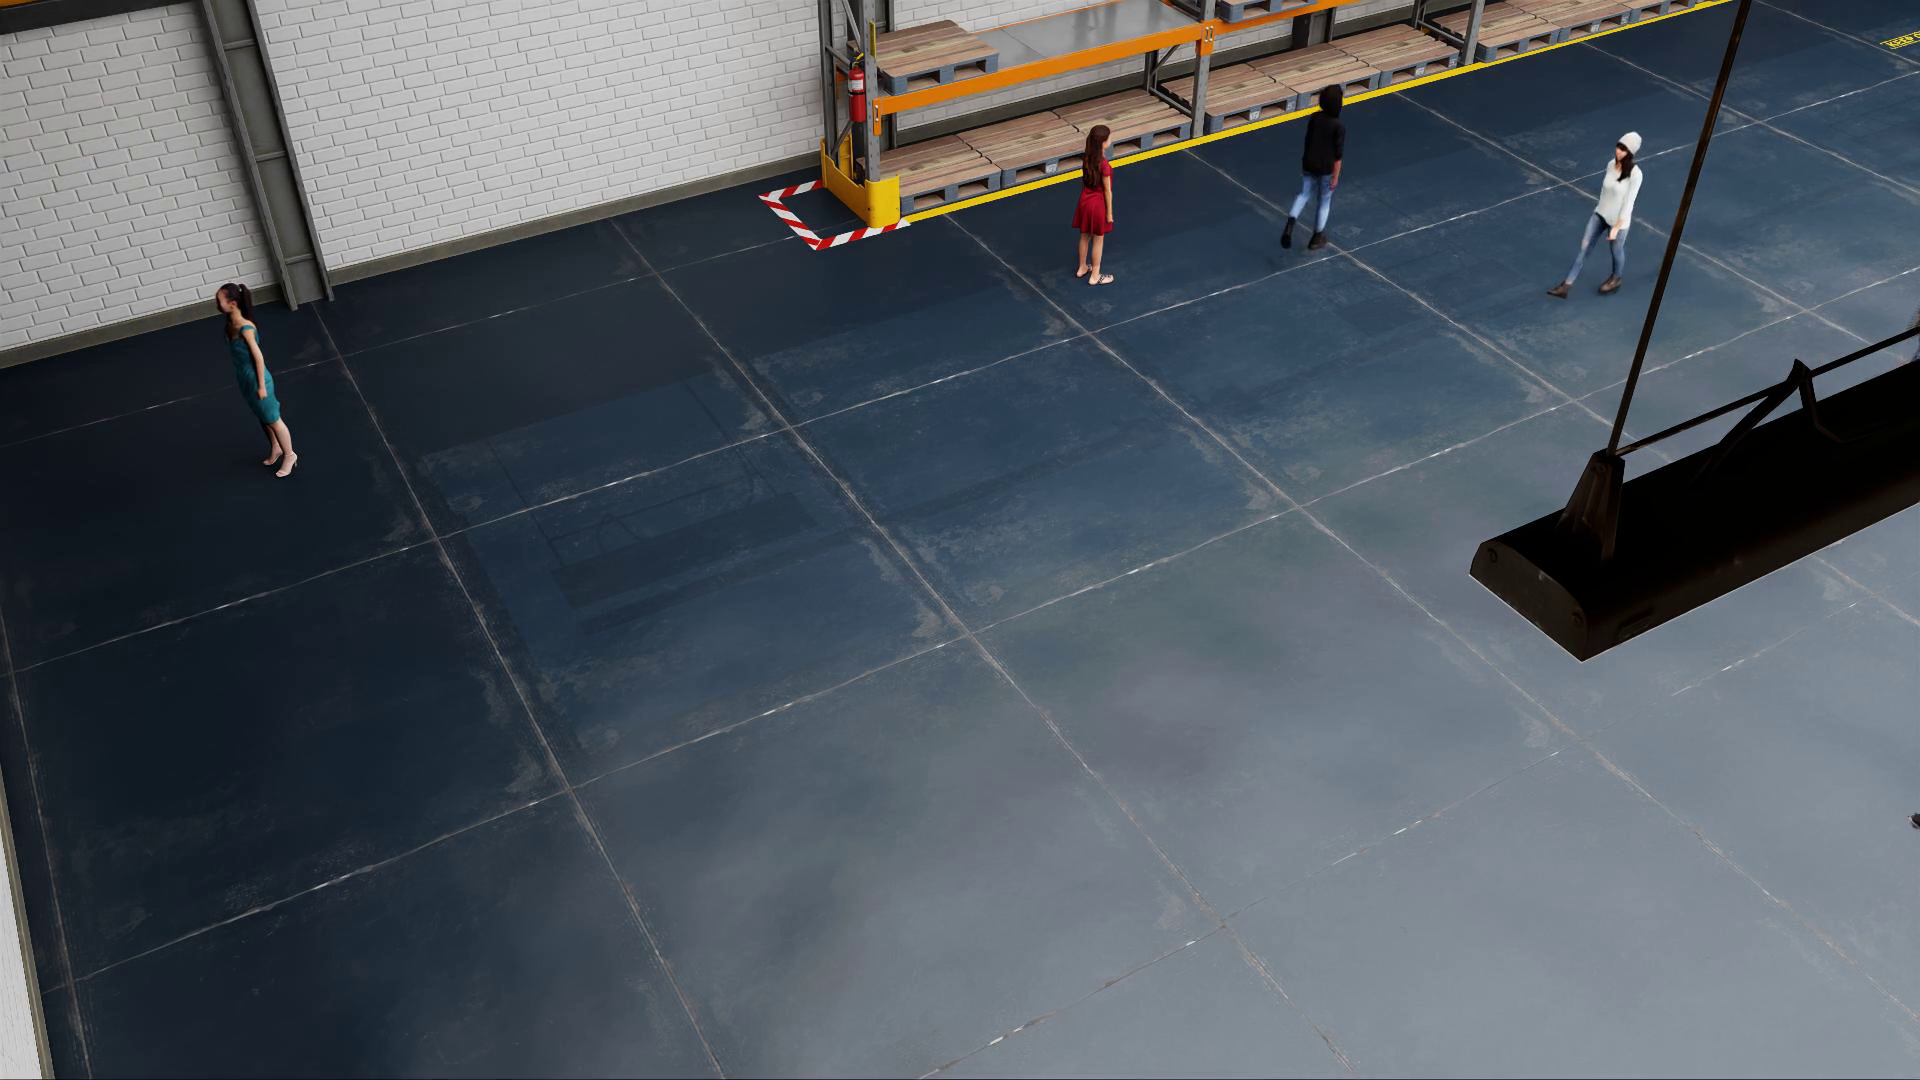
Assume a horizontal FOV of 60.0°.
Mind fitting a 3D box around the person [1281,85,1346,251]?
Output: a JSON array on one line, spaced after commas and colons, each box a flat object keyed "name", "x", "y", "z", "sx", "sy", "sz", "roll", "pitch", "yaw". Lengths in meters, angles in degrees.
[{"name": "person", "x": 3.372, "y": -3.473, "z": 15.761, "sx": 0.760, "sy": 1.690, "sz": 0.973, "roll": 27, "pitch": 46, "yaw": 29}]

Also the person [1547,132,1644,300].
[{"name": "person", "x": 5.996, "y": -2.924, "z": 15.149, "sx": 1.067, "sy": 1.595, "sz": 0.562, "roll": -20, "pitch": 43, "yaw": -23}]

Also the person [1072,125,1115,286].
[{"name": "person", "x": 1.254, "y": -3.119, "z": 15.427, "sx": 0.620, "sy": 1.554, "sz": 0.562, "roll": -24, "pitch": 44, "yaw": -27}]

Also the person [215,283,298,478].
[{"name": "person", "x": -5.504, "y": -1.246, "z": 12.976, "sx": 0.556, "sy": 1.687, "sz": 0.607, "roll": -31, "pitch": 48, "yaw": -33}]
